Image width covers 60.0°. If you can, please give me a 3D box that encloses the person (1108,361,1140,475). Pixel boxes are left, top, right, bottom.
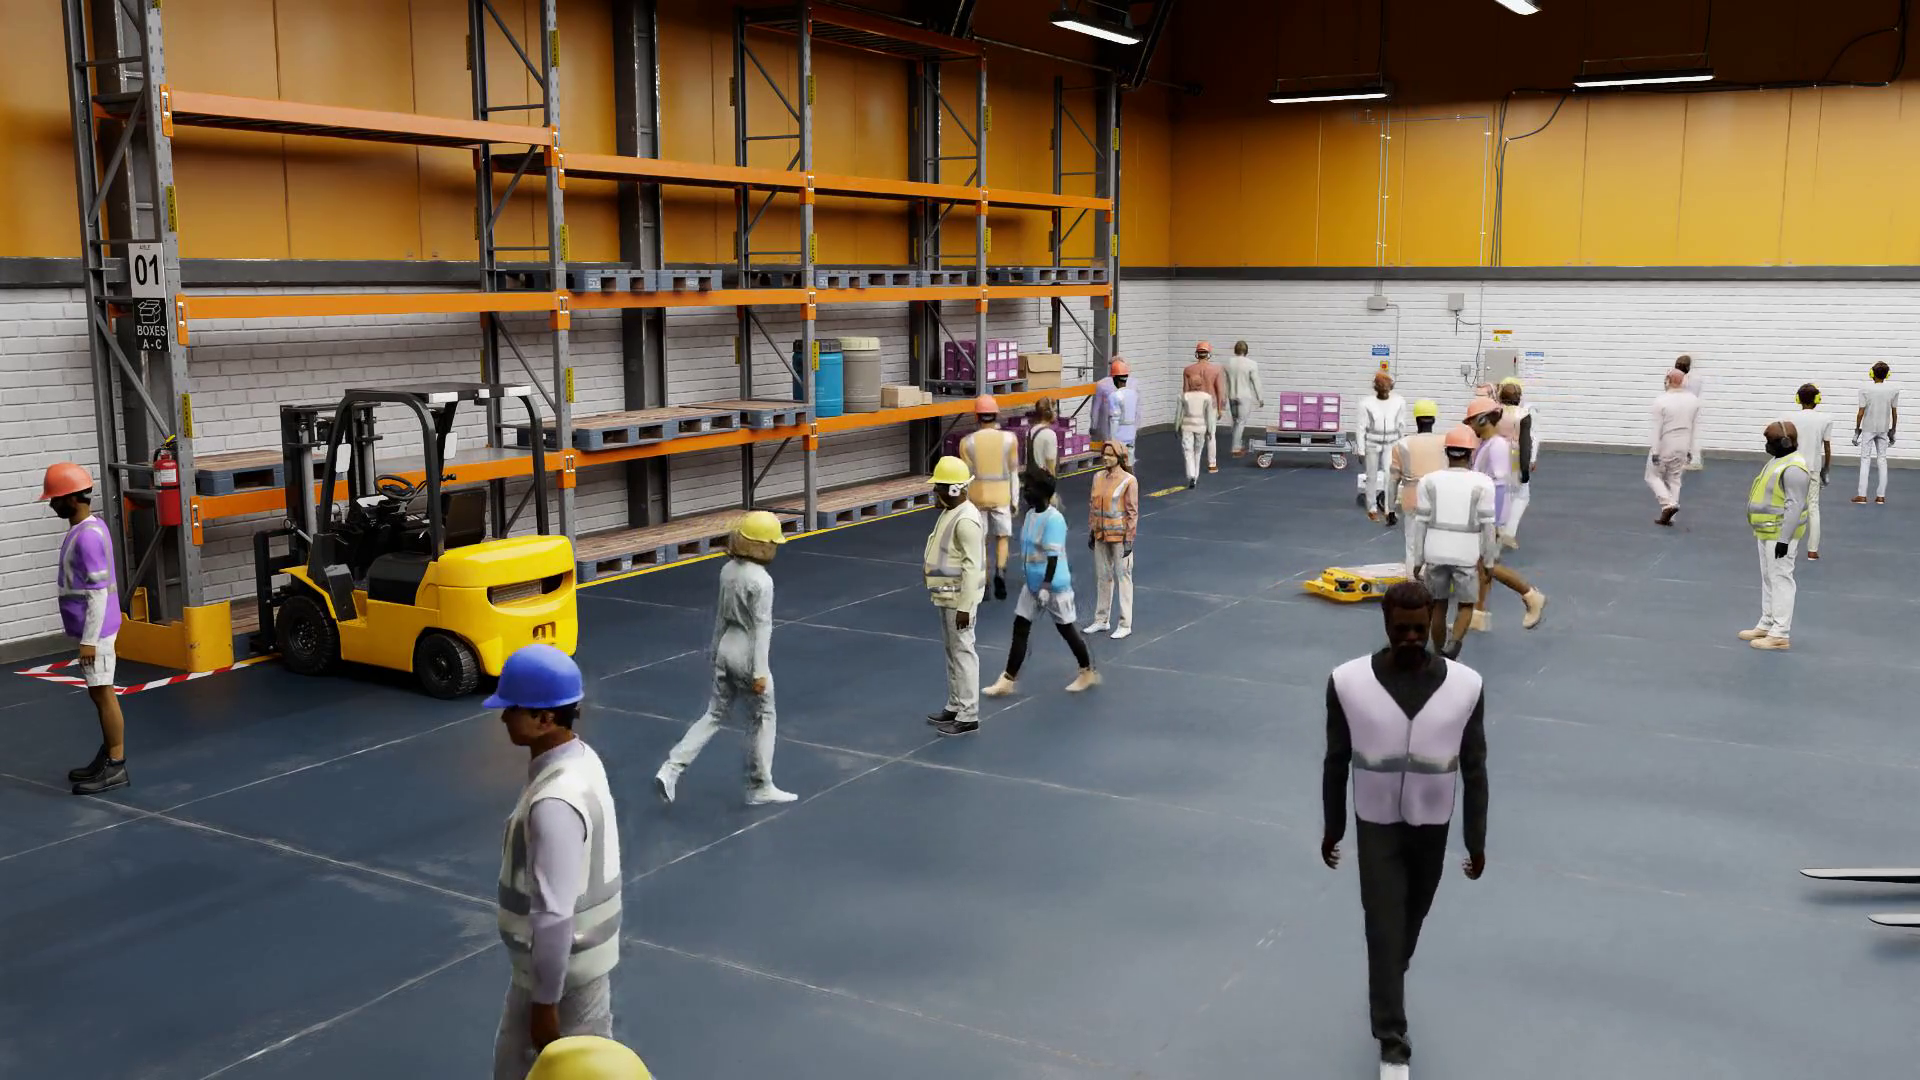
[{"bbox_3d":[1.968,-1.232,20.491,0.364,1.933,0.552,8,12,40],"label":"person"}]

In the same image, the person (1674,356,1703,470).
[{"bbox_3d":[10.946,-1.916,25.277,0.948,1.771,0.684,-3,10,-19],"label":"person"}]

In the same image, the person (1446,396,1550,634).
[{"bbox_3d":[4.492,-0.197,13.869,0.723,1.987,0.652,1,9,6],"label":"person"}]

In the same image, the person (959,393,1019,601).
[{"bbox_3d":[0.266,-0.365,15.122,0.568,1.921,0.626,0,9,-2],"label":"person"}]

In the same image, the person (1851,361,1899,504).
[{"bbox_3d":[11.970,-1.404,21.769,0.531,1.870,0.318,1,9,9],"label":"person"}]

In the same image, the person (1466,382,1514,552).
[{"bbox_3d":[5.438,-0.704,17.337,0.451,1.891,0.655,-2,9,-12],"label":"person"}]

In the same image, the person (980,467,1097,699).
[{"bbox_3d":[0.607,0.306,11.773,0.874,1.651,0.541,-4,10,-25],"label":"person"}]

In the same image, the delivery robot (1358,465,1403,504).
[{"bbox_3d":[5.426,-0.713,21.257,0.477,0.478,0.707,-6,11,-32],"label":"delivery robot"}]

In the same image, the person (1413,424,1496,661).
[{"bbox_3d":[3.587,0.121,12.108,0.580,1.910,0.670,4,10,24],"label":"person"}]

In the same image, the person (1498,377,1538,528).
[{"bbox_3d":[6.343,-0.976,19.275,0.539,1.810,0.618,-8,12,-42],"label":"person"}]

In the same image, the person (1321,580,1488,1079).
[{"bbox_3d":[1.696,1.065,6.372,0.603,1.877,0.978,1,9,4],"label":"person"}]

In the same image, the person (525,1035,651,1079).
[{"bbox_3d":[-0.601,1.681,2.838,0.321,1.769,0.523,-5,10,-27],"label":"person"}]

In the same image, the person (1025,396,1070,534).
[{"bbox_3d":[0.837,-0.469,16.058,0.409,1.829,0.555,-4,10,-24],"label":"person"}]

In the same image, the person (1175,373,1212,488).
[{"bbox_3d":[3.296,-1.542,23.433,0.523,1.611,0.761,0,9,-2],"label":"person"}]

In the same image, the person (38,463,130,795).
[{"bbox_3d":[-5.073,0.509,9.650,0.374,1.928,0.542,-5,10,-28],"label":"person"}]

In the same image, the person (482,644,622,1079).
[{"bbox_3d":[-1.150,1.249,5.091,0.939,1.916,0.616,-2,9,-10],"label":"person"}]

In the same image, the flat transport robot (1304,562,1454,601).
[{"bbox_3d":[4.024,0.379,15.616,1.431,0.197,0.652,-3,10,-20],"label":"flat transport robot"}]

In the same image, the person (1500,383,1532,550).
[{"bbox_3d":[5.948,-0.794,18.157,0.451,1.822,0.660,-7,11,-37],"label":"person"}]

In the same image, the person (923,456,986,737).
[{"bbox_3d":[-0.039,0.364,10.853,0.404,1.830,0.599,-2,9,-11],"label":"person"}]

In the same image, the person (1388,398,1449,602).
[{"bbox_3d":[4.157,-0.324,14.980,0.597,1.887,0.882,2,9,12],"label":"person"}]

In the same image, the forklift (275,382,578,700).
[{"bbox_3d":[-3.974,-0.067,12.417,2.313,2.155,1.214,5,11,30],"label":"forklift"}]

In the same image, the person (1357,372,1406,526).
[{"bbox_3d":[5.040,-1.078,19.853,0.596,1.826,1.004,0,9,3],"label":"person"}]

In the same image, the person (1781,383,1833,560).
[{"bbox_3d":[8.866,-0.716,17.498,0.515,1.866,0.333,3,10,18],"label":"person"}]

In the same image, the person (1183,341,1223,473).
[{"bbox_3d":[3.672,-2.001,25.135,0.608,1.986,0.389,2,9,12],"label":"person"}]

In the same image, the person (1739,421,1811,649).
[{"bbox_3d":[6.564,-0.043,13.387,0.429,1.839,0.623,2,9,12],"label":"person"}]

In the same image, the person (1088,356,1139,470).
[{"bbox_3d":[2.073,-1.575,22.822,0.648,1.881,0.791,-3,10,-20],"label":"person"}]

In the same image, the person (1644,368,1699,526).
[{"bbox_3d":[8.443,-1.090,19.745,0.649,1.891,0.480,-2,9,-14],"label":"person"}]

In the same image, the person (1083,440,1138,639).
[{"bbox_3d":[1.264,-0.010,13.777,0.307,1.645,0.514,-8,12,-40],"label":"person"}]

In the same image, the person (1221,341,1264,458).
[{"bbox_3d":[4.642,-2.303,27.272,0.650,1.916,0.725,8,12,42],"label":"person"}]

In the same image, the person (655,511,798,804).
[{"bbox_3d":[-1.295,0.688,9.247,0.731,1.708,0.512,-7,11,-35],"label":"person"}]
